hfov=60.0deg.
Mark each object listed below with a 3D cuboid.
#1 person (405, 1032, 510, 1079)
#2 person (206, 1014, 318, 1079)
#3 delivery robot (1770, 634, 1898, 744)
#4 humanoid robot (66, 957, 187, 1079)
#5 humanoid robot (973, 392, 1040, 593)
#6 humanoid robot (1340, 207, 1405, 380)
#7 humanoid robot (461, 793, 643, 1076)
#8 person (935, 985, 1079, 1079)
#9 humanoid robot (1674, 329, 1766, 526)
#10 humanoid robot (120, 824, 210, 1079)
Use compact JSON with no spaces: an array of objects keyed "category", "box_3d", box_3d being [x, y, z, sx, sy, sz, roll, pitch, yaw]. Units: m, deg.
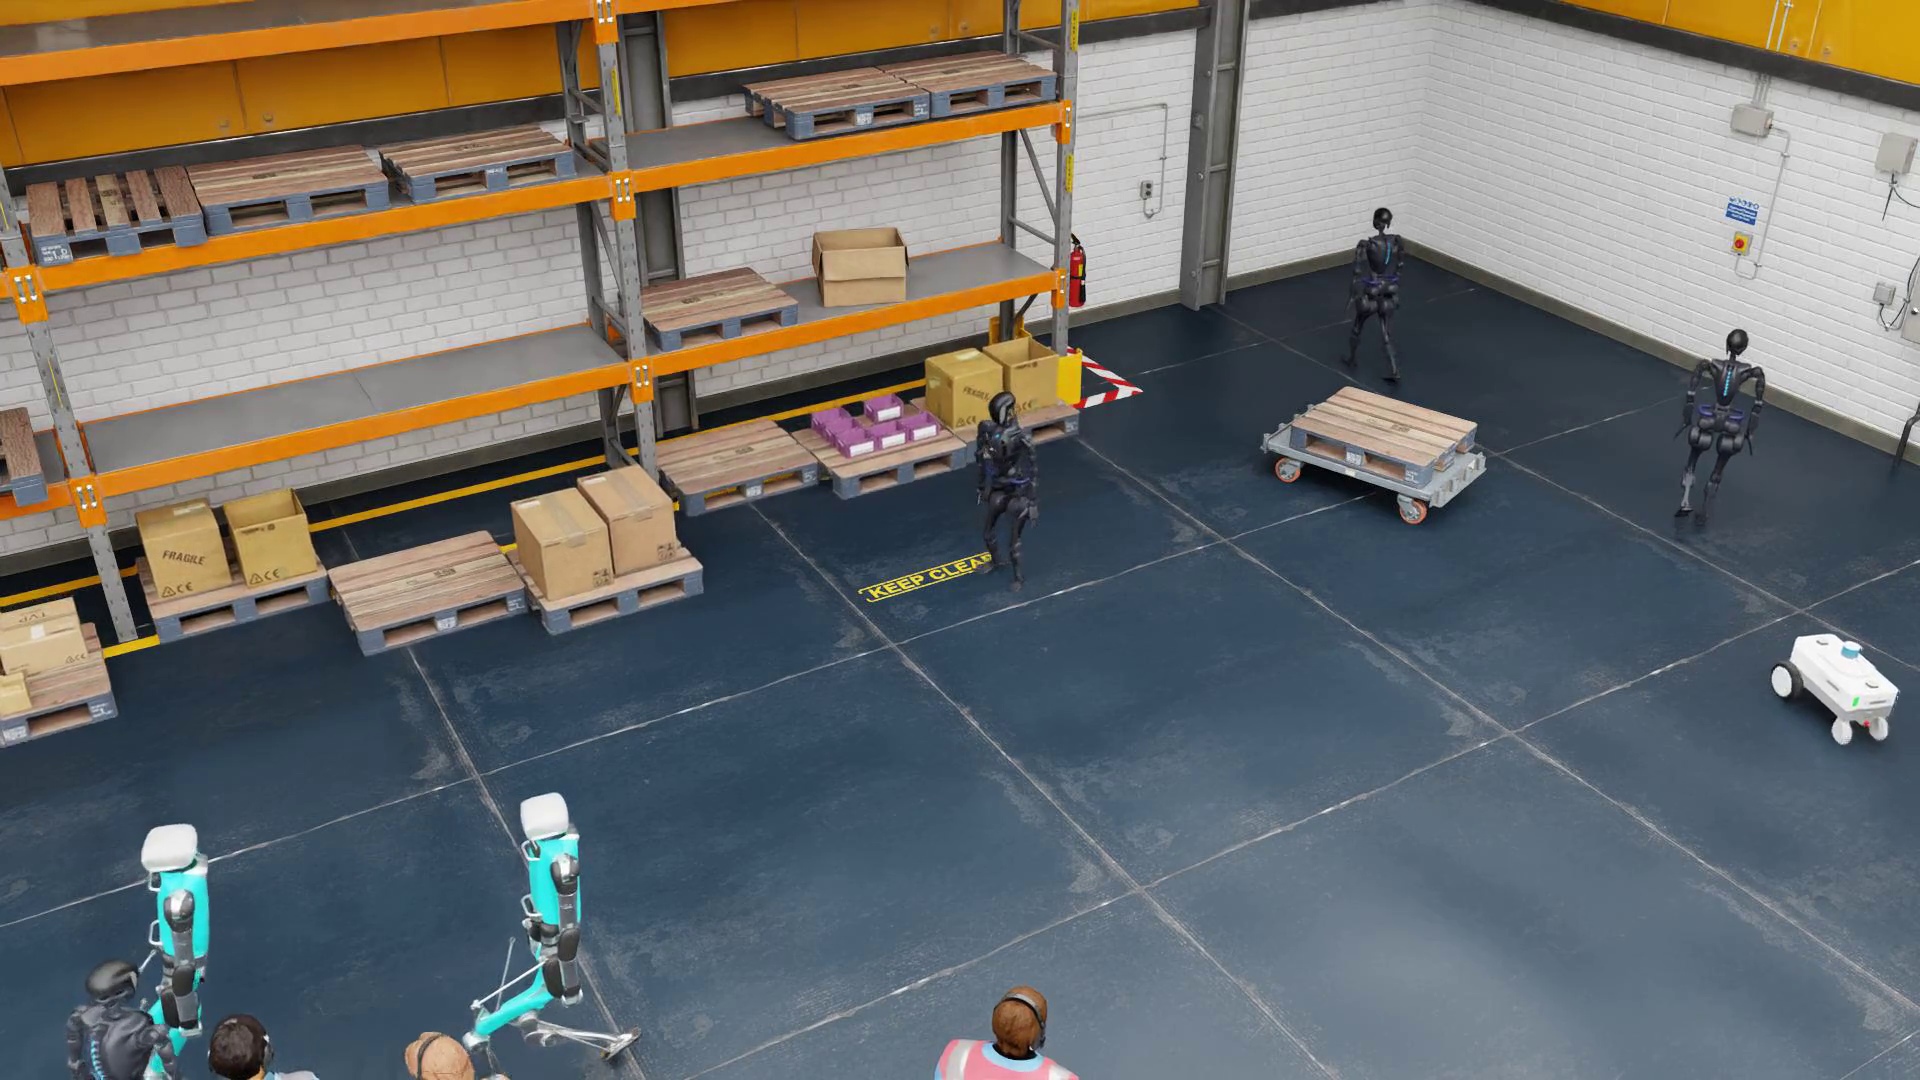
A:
[{"category":"person","box_3d":[-2.064,2.661,6.910,0.506,1.593,0.830,-21,35,-32]},{"category":"person","box_3d":[-2.687,2.659,6.633,0.534,1.876,0.414,-17,34,-27]},{"category":"delivery robot","box_3d":[5.825,0.942,11.014,0.499,0.592,0.795,-5,30,-9]},{"category":"humanoid robot","box_3d":[-3.545,2.504,7.120,0.613,1.632,0.512,7,30,12]},{"category":"humanoid robot","box_3d":[0.359,-0.355,12.187,0.609,1.639,0.411,21,36,32]},{"category":"humanoid robot","box_3d":[3.951,-2.306,15.686,0.584,1.626,0.784,-11,31,-19]},{"category":"humanoid robot","box_3d":[-2.081,2.023,7.927,1.044,1.742,0.549,-14,32,-24]},{"category":"person","box_3d":[0.212,2.565,6.852,0.629,1.836,0.431,10,31,17]},{"category":"humanoid robot","box_3d":[5.964,-0.879,13.096,0.595,1.643,0.387,14,32,23]},{"category":"humanoid robot","box_3d":[-3.738,2.139,7.758,0.725,1.836,0.539,-10,31,-17]}]
